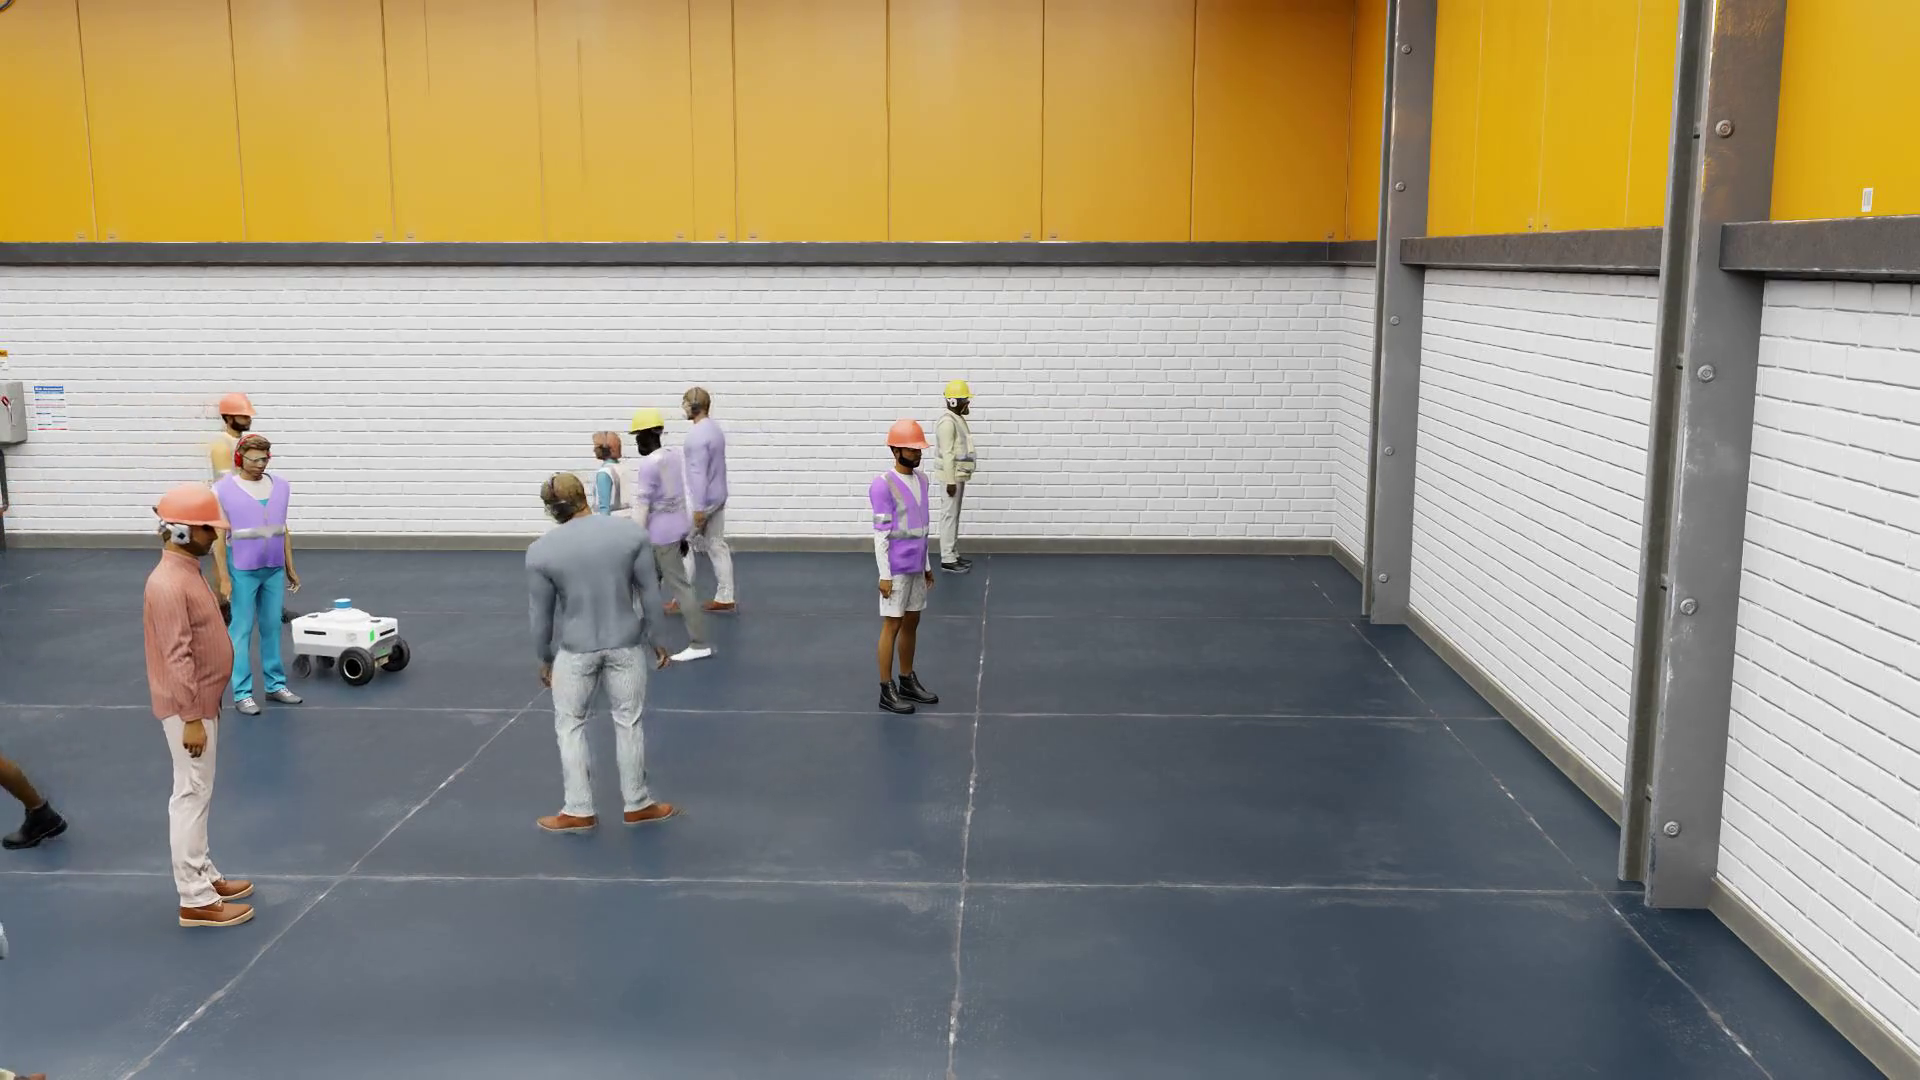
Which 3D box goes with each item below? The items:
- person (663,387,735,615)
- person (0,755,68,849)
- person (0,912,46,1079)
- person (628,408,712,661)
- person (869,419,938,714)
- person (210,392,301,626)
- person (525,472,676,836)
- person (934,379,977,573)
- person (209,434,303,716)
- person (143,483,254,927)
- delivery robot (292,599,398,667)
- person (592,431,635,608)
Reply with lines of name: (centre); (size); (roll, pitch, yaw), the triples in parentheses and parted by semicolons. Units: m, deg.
person: (-2.232, -0.311, 13.865); (0.758, 1.900, 0.655); (1, 10, 8)
person: (-4.913, 0.684, 8.110); (0.544, 1.897, 0.913); (7, 12, 35)
person: (-3.465, 1.275, 5.491); (0.513, 1.592, 0.844); (4, 10, 22)
person: (-2.279, -0.037, 12.352); (0.958, 1.871, 0.588); (1, 10, 6)
person: (-0.351, 0.165, 10.975); (0.357, 1.937, 0.550); (6, 11, 32)
person: (-5.695, -0.232, 13.372); (0.798, 1.905, 0.562); (0, 10, 2)
person: (-1.855, 0.589, 8.659); (0.748, 1.895, 0.375); (-3, 10, -17)
person: (-0.040, -0.616, 15.851); (0.402, 1.834, 0.592); (2, 10, 9)
person: (-4.648, 0.214, 10.983); (0.383, 1.838, 0.562); (6, 11, 31)
person: (-3.437, 0.735, 7.488); (0.385, 1.990, 0.608); (-4, 10, -20)
delivery robot: (-4.375, 0.662, 11.824); (0.707, 0.478, 0.477); (3, 10, 16)
person: (-2.765, -0.053, 13.134); (0.364, 1.624, 0.539); (1, 10, 6)
